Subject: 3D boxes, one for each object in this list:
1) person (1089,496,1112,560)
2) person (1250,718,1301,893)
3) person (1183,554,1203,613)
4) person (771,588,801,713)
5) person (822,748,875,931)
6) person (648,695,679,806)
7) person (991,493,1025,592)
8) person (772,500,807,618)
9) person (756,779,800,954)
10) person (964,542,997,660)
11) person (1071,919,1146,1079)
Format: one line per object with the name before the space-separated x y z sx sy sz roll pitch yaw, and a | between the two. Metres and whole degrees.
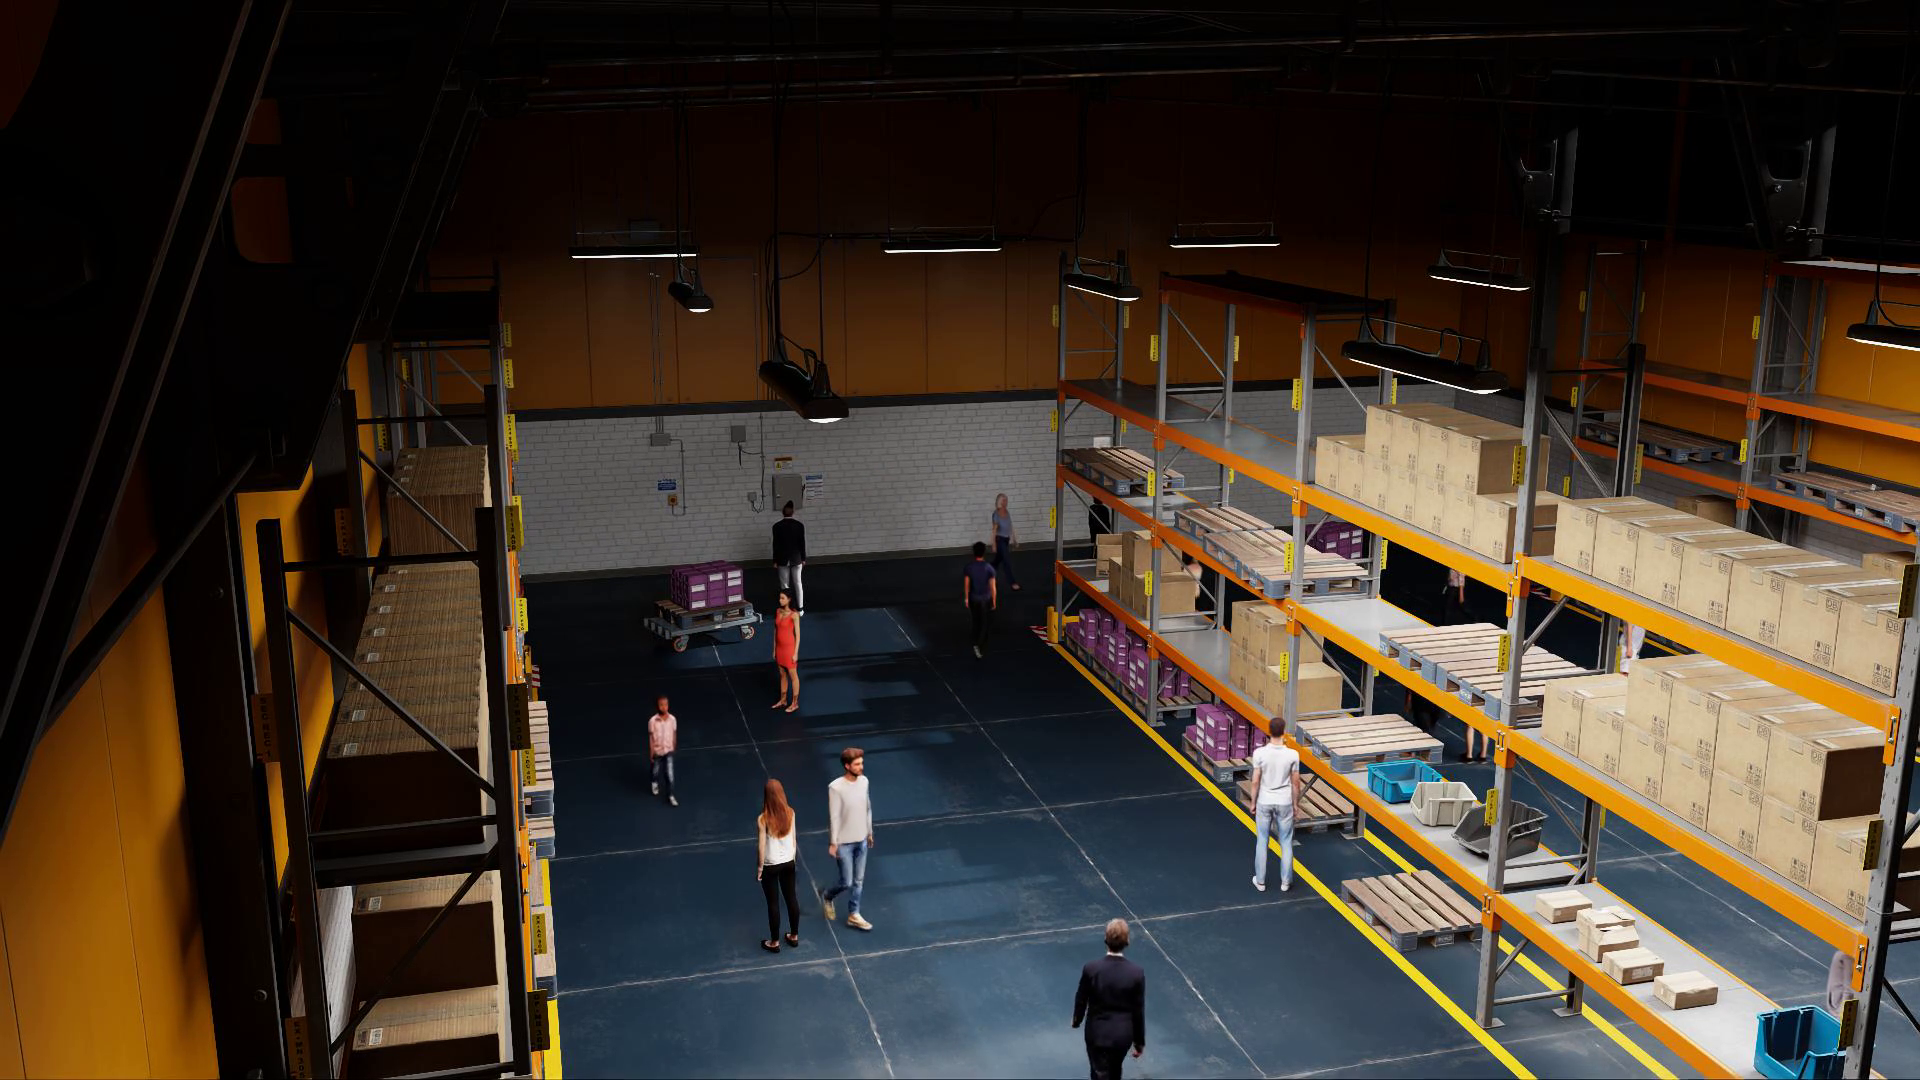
person | 2.448 -0.077 29.186 0.664 1.671 0.750 11 17 38
person | 3.258 2.731 17.199 0.718 1.855 0.676 2 14 6
person | 3.526 0.870 25.739 0.769 1.452 1.041 -9 16 -33
person | -2.353 1.486 22.631 0.647 1.719 0.731 10 17 37
person | -1.142 2.919 16.350 0.877 1.889 0.953 -13 19 -43
person | -3.525 2.444 19.578 0.558 1.292 0.900 -5 15 -20
person | 0.660 0.040 28.690 1.148 1.677 1.028 10 17 34
person | -2.773 0.294 27.066 0.697 1.948 0.581 -3 14 -13
person | -1.733 3.110 15.920 0.633 1.719 0.602 -9 16 -32
person | 0.280 0.933 24.789 0.949 1.778 1.091 4 14 16
person | 1.150 3.842 12.797 0.835 1.766 1.255 -1 14 -4
